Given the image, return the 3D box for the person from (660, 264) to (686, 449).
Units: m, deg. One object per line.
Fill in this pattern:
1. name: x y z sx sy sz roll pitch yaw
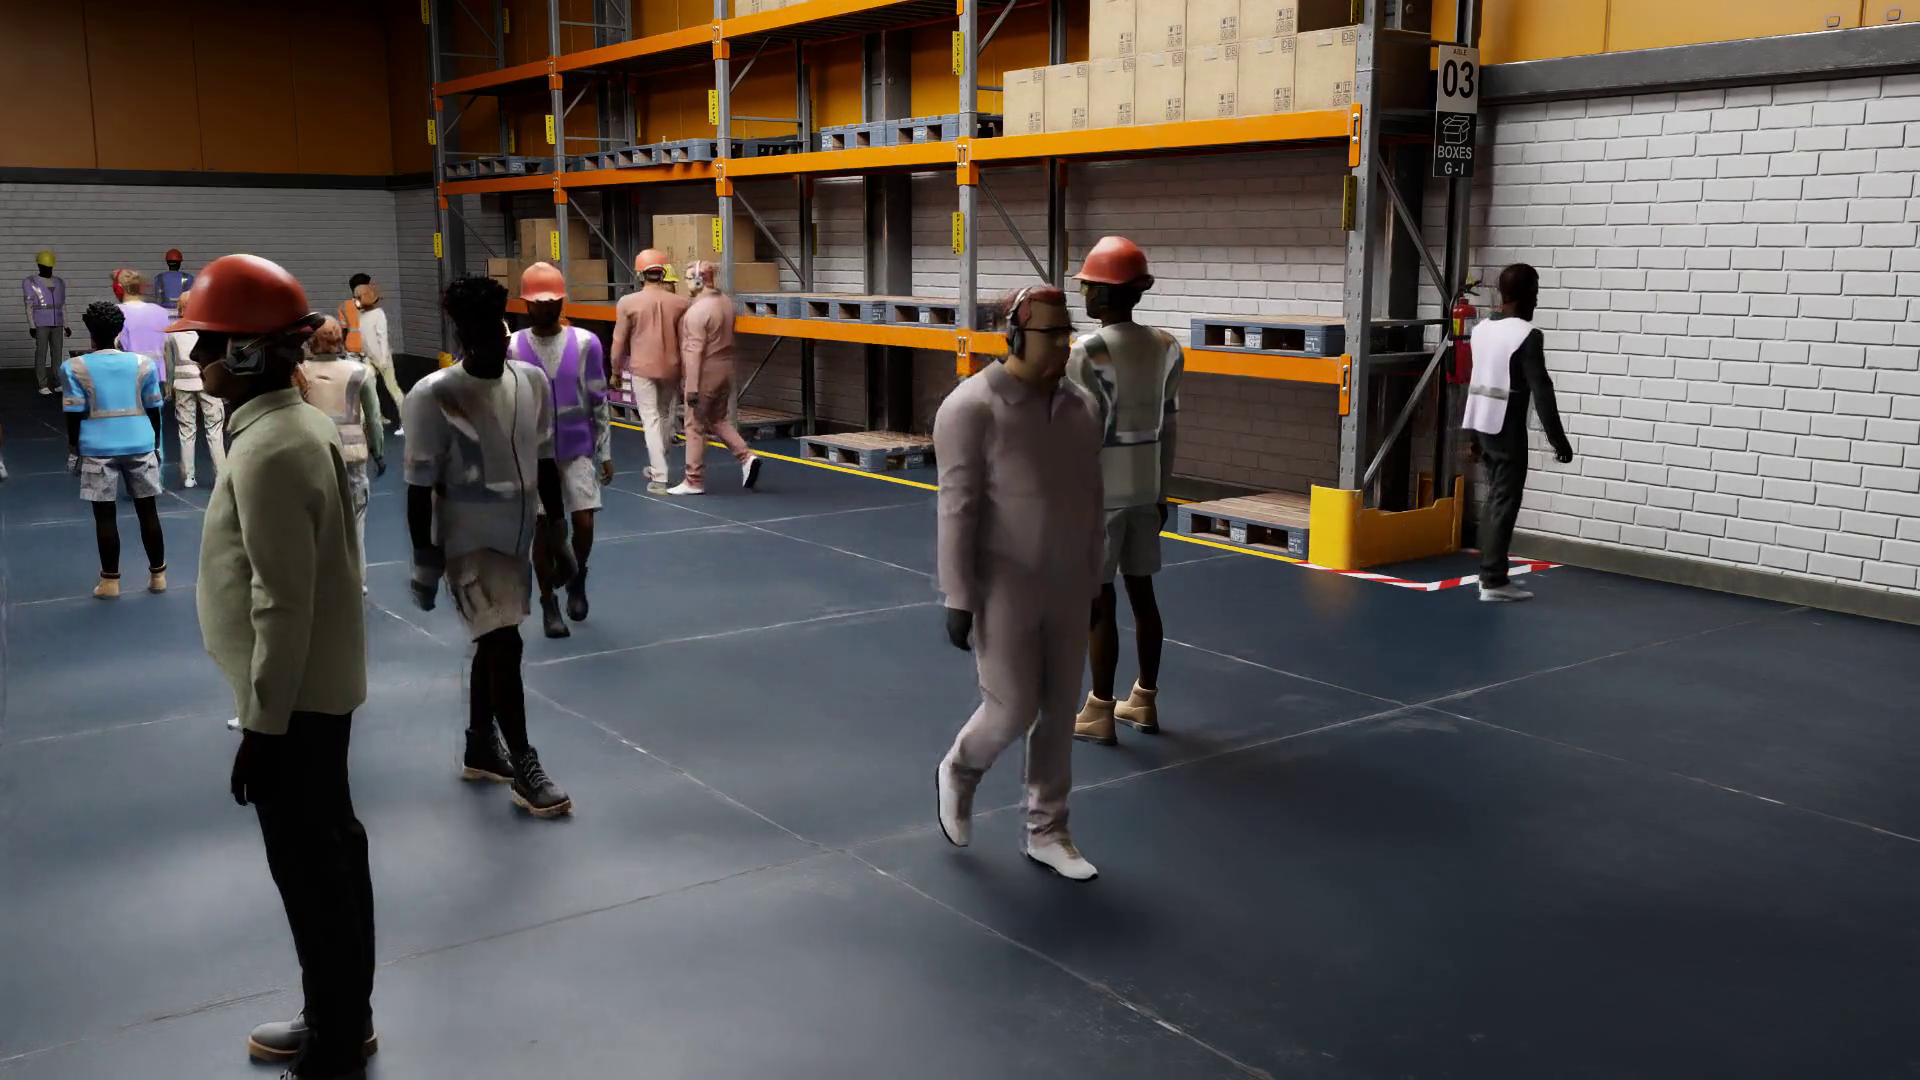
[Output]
1. person: -2.924 -1.812 16.458 0.403 1.824 0.596 5 11 27

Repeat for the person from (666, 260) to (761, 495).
1. person: -2.002 -1.291 13.336 0.680 1.890 0.690 4 11 20

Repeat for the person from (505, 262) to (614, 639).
1. person: -2.074 -0.452 8.530 0.589 1.928 0.504 -3 11 -18

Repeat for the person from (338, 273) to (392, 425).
1. person: -6.614 -2.106 18.448 0.530 1.696 0.322 3 11 17

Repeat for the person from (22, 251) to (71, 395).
1. person: -12.235 -2.912 22.340 0.373 1.920 0.585 5 11 26

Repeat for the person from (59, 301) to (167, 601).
1. person: -4.810 -0.505 9.481 0.537 1.695 0.320 -9 13 -41

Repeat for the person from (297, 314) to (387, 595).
1. person: -3.519 -0.453 9.374 0.537 1.633 0.397 -2 10 -11

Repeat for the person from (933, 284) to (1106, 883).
1. person: 0.208 0.138 5.312 0.663 1.894 0.515 -8 13 -37

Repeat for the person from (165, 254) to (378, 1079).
1. person: -1.568 0.350 3.856 0.379 1.996 0.608 -2 10 -12

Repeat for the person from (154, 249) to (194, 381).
1. person: -11.536 -3.312 24.529 0.553 1.935 0.361 -2 10 -14

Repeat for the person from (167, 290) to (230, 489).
1. person: -6.285 -1.234 13.724 0.515 1.641 0.309 -1 10 -7

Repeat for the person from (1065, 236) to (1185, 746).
1. person: 0.617 -0.191 6.741 0.607 2.048 0.365 -8 13 -37

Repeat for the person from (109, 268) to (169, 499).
1. person: -6.469 -1.220 13.109 0.433 1.828 0.582 7 12 34

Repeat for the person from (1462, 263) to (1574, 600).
1. person: 3.113 -0.596 9.396 0.497 1.909 0.609 -2 10 -9

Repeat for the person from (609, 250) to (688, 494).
1. person: -2.591 -1.388 13.690 0.618 1.960 0.928 -7 12 -35

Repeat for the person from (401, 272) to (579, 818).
1. person: -1.634 0.020 5.913 0.822 1.914 0.585 5 11 27

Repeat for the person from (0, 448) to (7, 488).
1. person: -5.262 -0.410 8.602 0.571 1.817 0.975 -7 13 -36

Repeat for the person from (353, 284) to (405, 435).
1. person: -6.167 -1.872 17.429 0.588 1.582 0.842 8 13 39

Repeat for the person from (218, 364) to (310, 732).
1. person: -2.864 0.000 6.942 0.516 1.596 0.845 4 11 22
